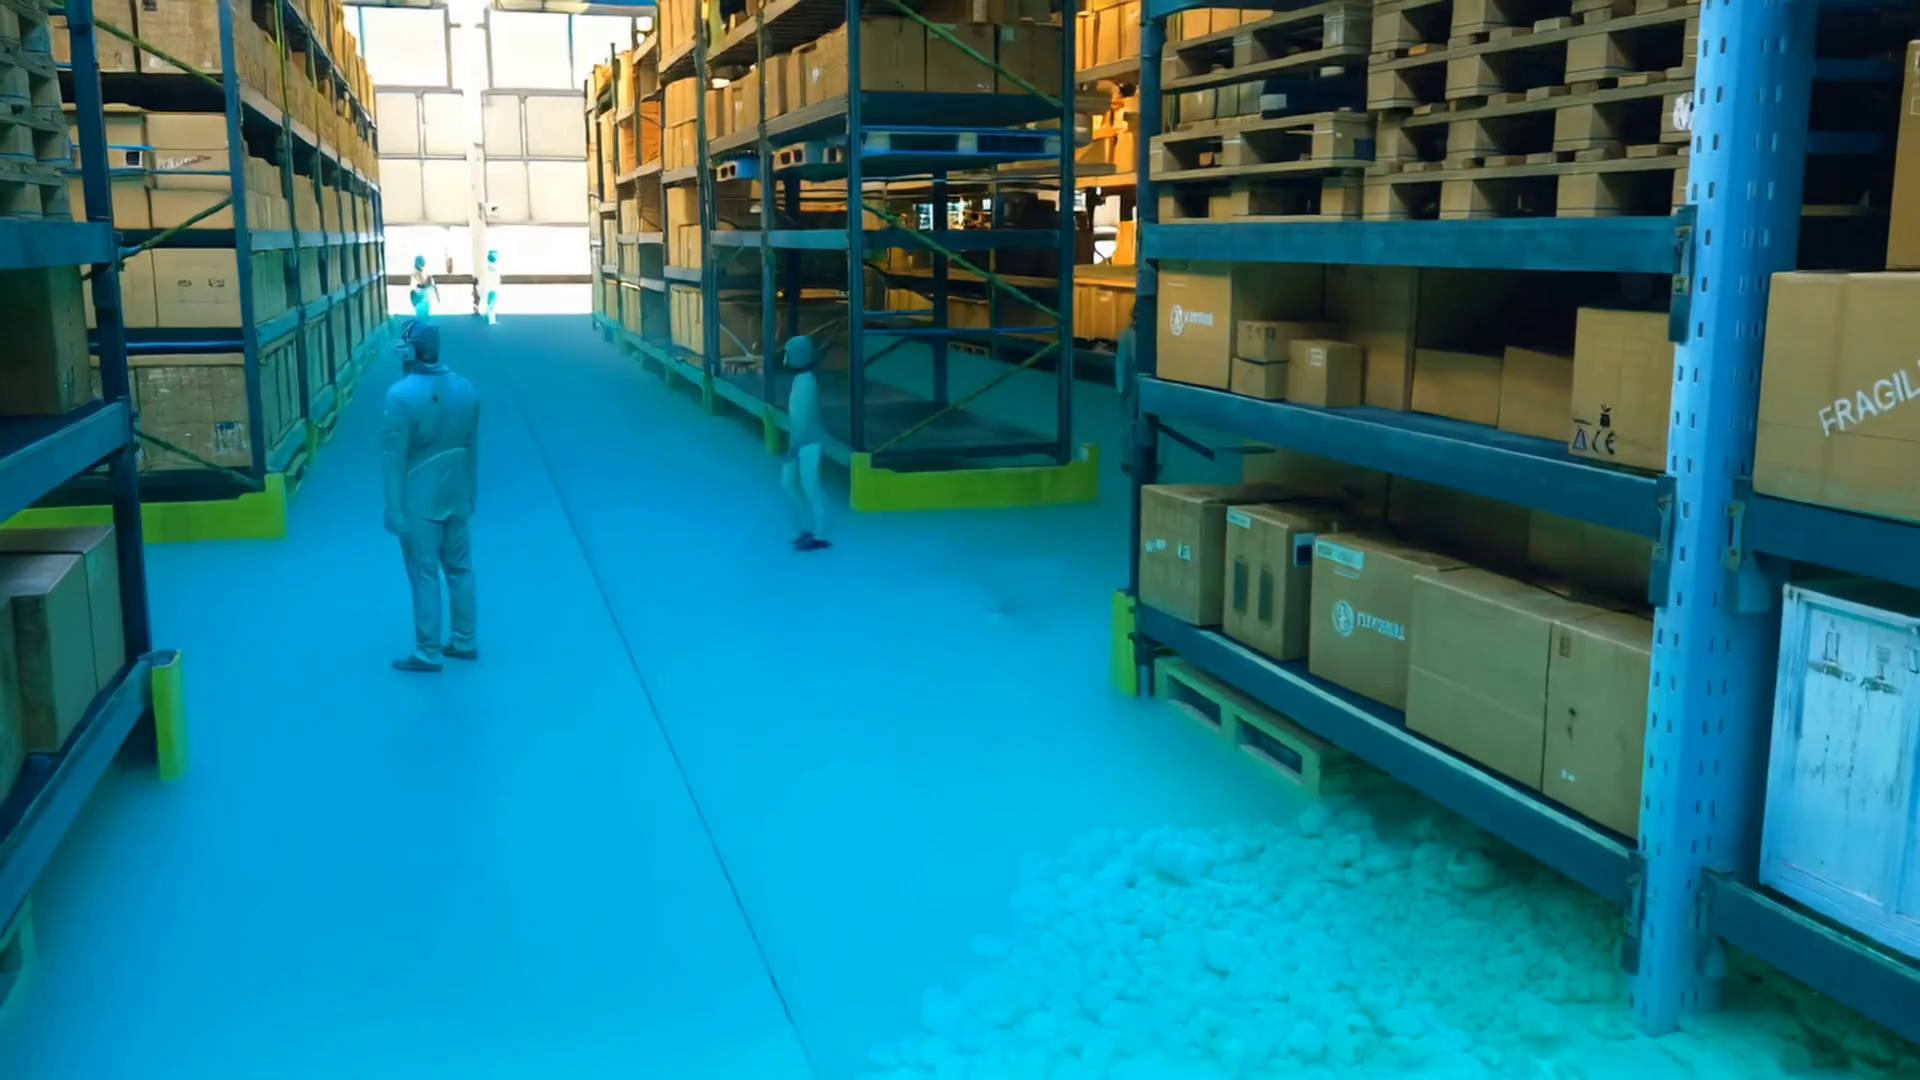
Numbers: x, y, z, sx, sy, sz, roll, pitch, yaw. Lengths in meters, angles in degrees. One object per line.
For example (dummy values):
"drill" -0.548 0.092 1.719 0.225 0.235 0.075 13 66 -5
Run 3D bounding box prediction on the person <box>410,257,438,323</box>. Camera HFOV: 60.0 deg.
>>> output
"person" -12.913 -5.865 40.069 0.609 1.863 1.067 -6 12 -29

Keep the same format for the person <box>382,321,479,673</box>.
"person" -2.899 -0.237 9.070 0.400 1.901 0.642 4 11 23

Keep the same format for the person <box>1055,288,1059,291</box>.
"person" 2.240 -5.057 35.964 0.525 1.719 0.913 -3 11 -18

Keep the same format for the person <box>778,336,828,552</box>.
"person" -1.182 -0.706 12.389 0.429 1.618 0.500 -2 10 -9

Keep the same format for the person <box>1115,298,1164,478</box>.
"person" 1.811 -1.521 16.384 0.599 1.794 0.919 -2 11 -11

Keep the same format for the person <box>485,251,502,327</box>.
"person" -12.200 -6.558 43.464 0.398 1.988 0.613 -3 11 -18
